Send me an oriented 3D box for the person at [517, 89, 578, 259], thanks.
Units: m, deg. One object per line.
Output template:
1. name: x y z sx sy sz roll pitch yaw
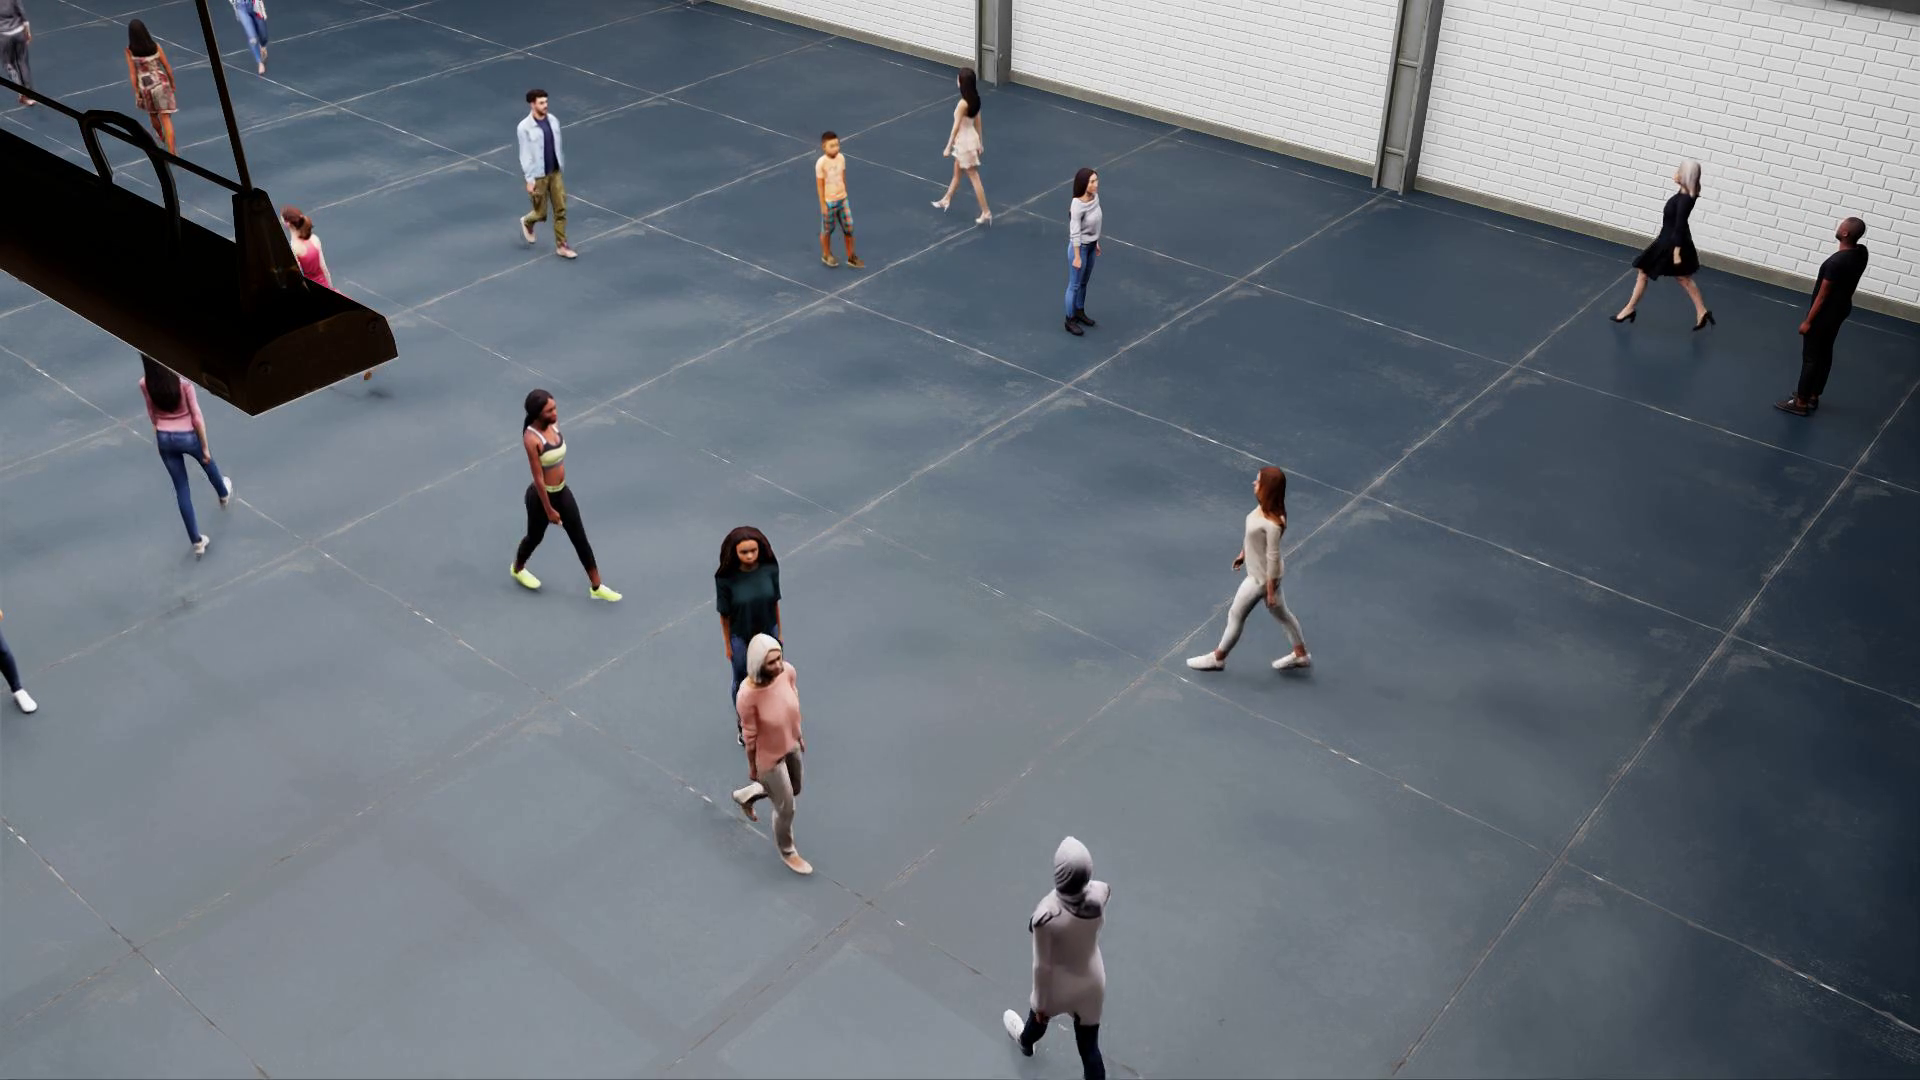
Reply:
1. person: -4.364 -3.801 17.268 0.918 1.794 0.682 26 41 33

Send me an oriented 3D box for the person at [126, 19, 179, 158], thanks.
1. person: -9.529 -5.294 19.693 0.926 1.597 1.208 -16 37 -23

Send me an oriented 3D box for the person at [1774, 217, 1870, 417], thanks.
1. person: 7.542 -1.947 14.456 0.720 1.819 0.650 -22 39 -29

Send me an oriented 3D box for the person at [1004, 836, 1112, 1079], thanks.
1. person: 0.594 2.266 8.205 0.913 1.723 1.230 -17 37 -24

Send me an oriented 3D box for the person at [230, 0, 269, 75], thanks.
1. person: -9.618 -7.184 22.538 0.888 1.595 1.061 -11 35 -16

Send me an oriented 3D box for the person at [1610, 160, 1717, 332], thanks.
1. person: 6.839 -2.741 15.756 1.198 1.704 0.701 18 38 25

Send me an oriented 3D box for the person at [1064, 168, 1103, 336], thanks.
1. person: 1.159 -2.771 15.864 0.565 1.633 0.637 18 38 25

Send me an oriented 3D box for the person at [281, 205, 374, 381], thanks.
1. person: -5.694 -2.138 14.817 1.034 1.738 0.727 14 36 20

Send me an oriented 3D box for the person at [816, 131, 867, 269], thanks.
1. person: -1.356 -3.525 17.168 0.610 1.445 0.812 -26 41 -33

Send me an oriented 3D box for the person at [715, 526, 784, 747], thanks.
1. person: -1.349 0.602 10.805 0.698 1.617 0.726 -14 36 -20

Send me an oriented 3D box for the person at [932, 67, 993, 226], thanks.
1. person: 0.160 -4.197 17.951 1.045 1.698 0.746 14 36 20

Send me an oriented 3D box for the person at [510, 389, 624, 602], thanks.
1. person: -3.068 -0.299 12.077 1.225 1.707 0.797 14 36 20

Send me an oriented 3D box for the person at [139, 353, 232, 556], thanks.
1. person: -5.962 -0.691 12.677 1.050 1.698 1.171 -5 34 -8

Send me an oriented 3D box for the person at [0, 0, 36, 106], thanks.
1. person: -12.069 -6.382 21.200 0.737 1.741 0.774 -21 39 -28

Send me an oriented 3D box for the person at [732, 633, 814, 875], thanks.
1. person: -1.154 1.209 9.812 0.910 1.705 0.656 20 38 27

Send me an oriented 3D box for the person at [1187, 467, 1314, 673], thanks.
1. person: 2.153 0.246 11.303 1.167 1.658 0.930 6 34 9
